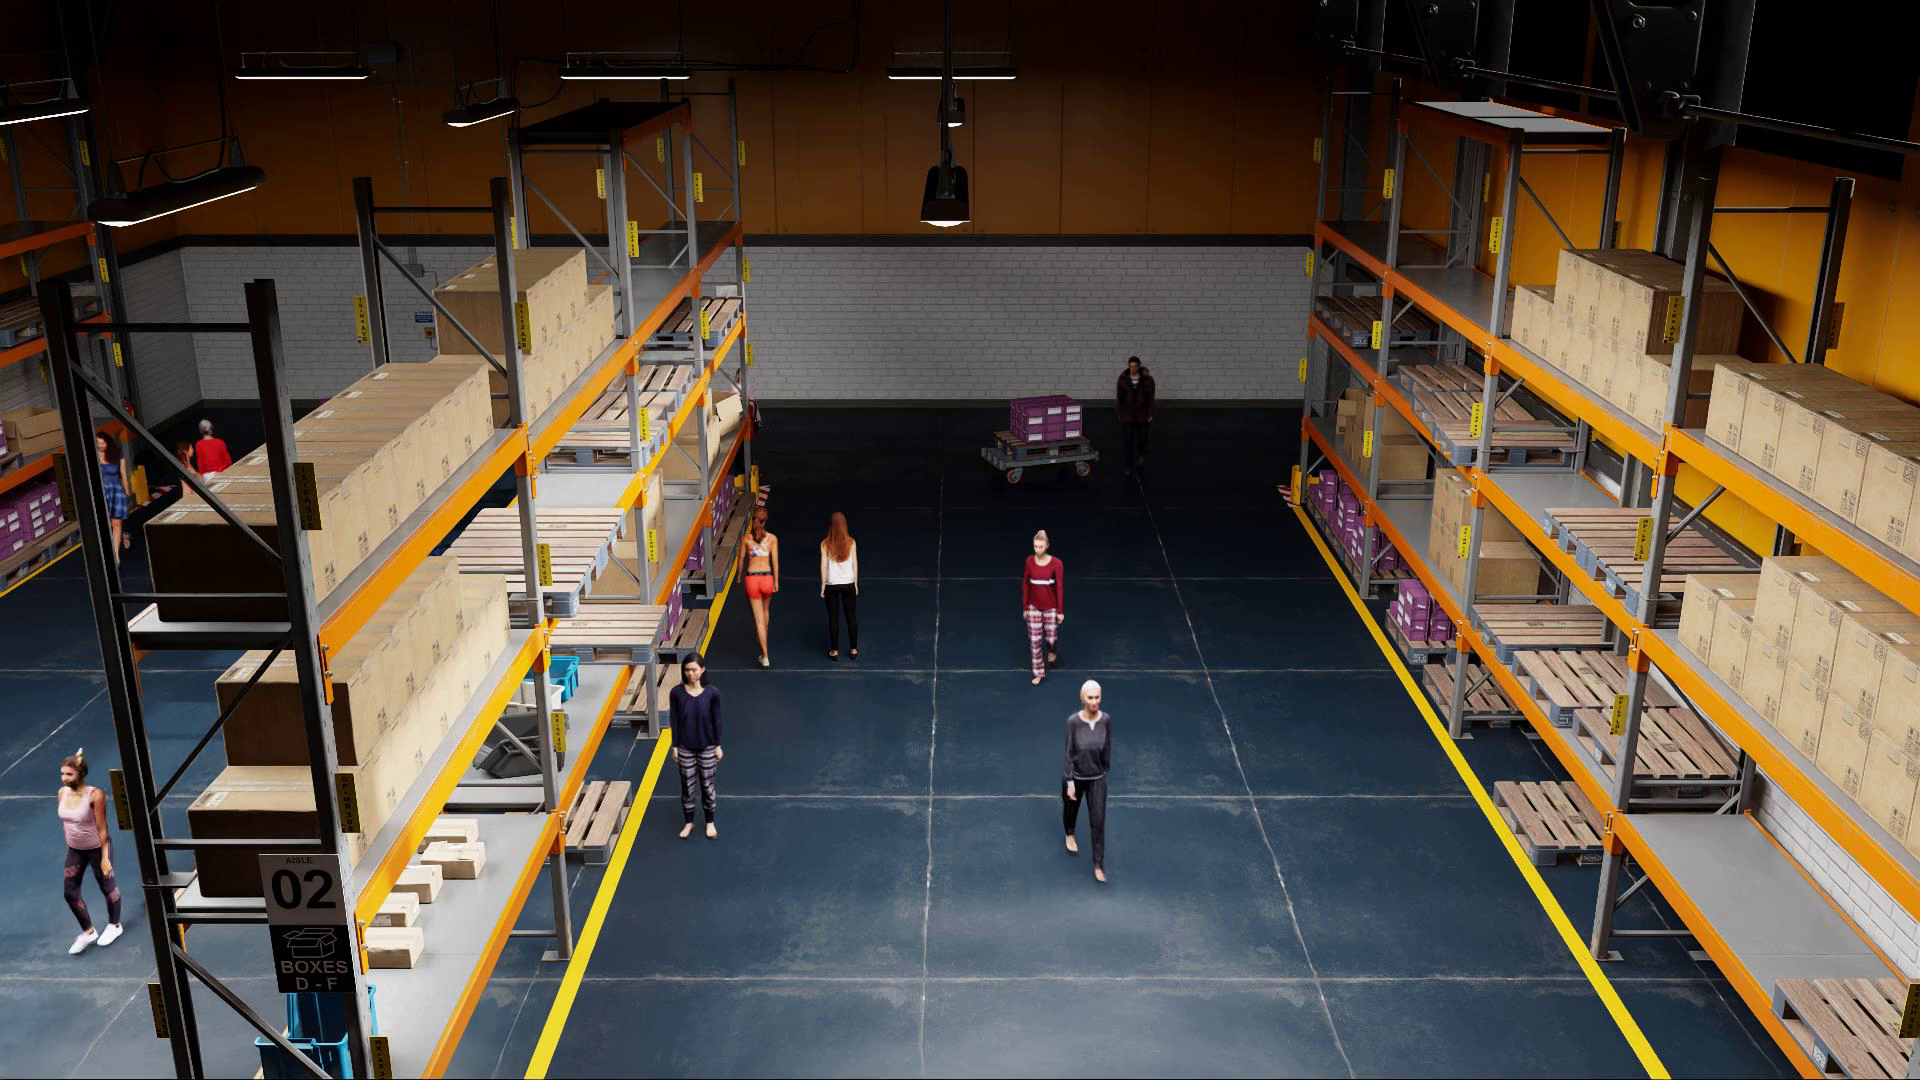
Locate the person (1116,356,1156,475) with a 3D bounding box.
[{"bbox_3d":[2.708,-1.942,25.616,0.823,1.830,0.940,3,19,9],"label":"person"}]

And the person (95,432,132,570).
[{"bbox_3d":[-10.978,-0.538,21.551,0.799,1.762,1.232,-3,19,-9],"label":"person"}]

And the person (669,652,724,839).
[{"bbox_3d":[-2.320,1.791,14.681,0.599,1.734,0.501,0,19,-1],"label":"person"}]

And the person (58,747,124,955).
[{"bbox_3d":[-6.783,2.392,13.055,0.625,1.632,0.688,3,19,8],"label":"person"}]

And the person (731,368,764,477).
[{"bbox_3d":[-3.382,-1.827,25.538,0.972,1.662,0.958,13,22,33],"label":"person"}]

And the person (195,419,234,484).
[{"bbox_3d":[-10.028,-0.764,22.380,0.695,1.661,1.033,-3,19,-8],"label":"person"}]

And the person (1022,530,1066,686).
[{"bbox_3d":[0.922,0.708,17.976,0.752,1.683,0.884,5,19,14],"label":"person"}]

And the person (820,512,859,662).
[{"bbox_3d":[-1.331,0.512,18.496,0.613,1.722,0.567,-4,19,-12],"label":"person"}]

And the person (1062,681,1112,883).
[{"bbox_3d":[1.035,1.982,14.201,0.703,1.677,1.132,-3,19,-9],"label":"person"}]

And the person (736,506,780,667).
[{"bbox_3d":[-2.198,0.548,18.355,0.813,1.745,1.180,-6,19,-17],"label":"person"}]
